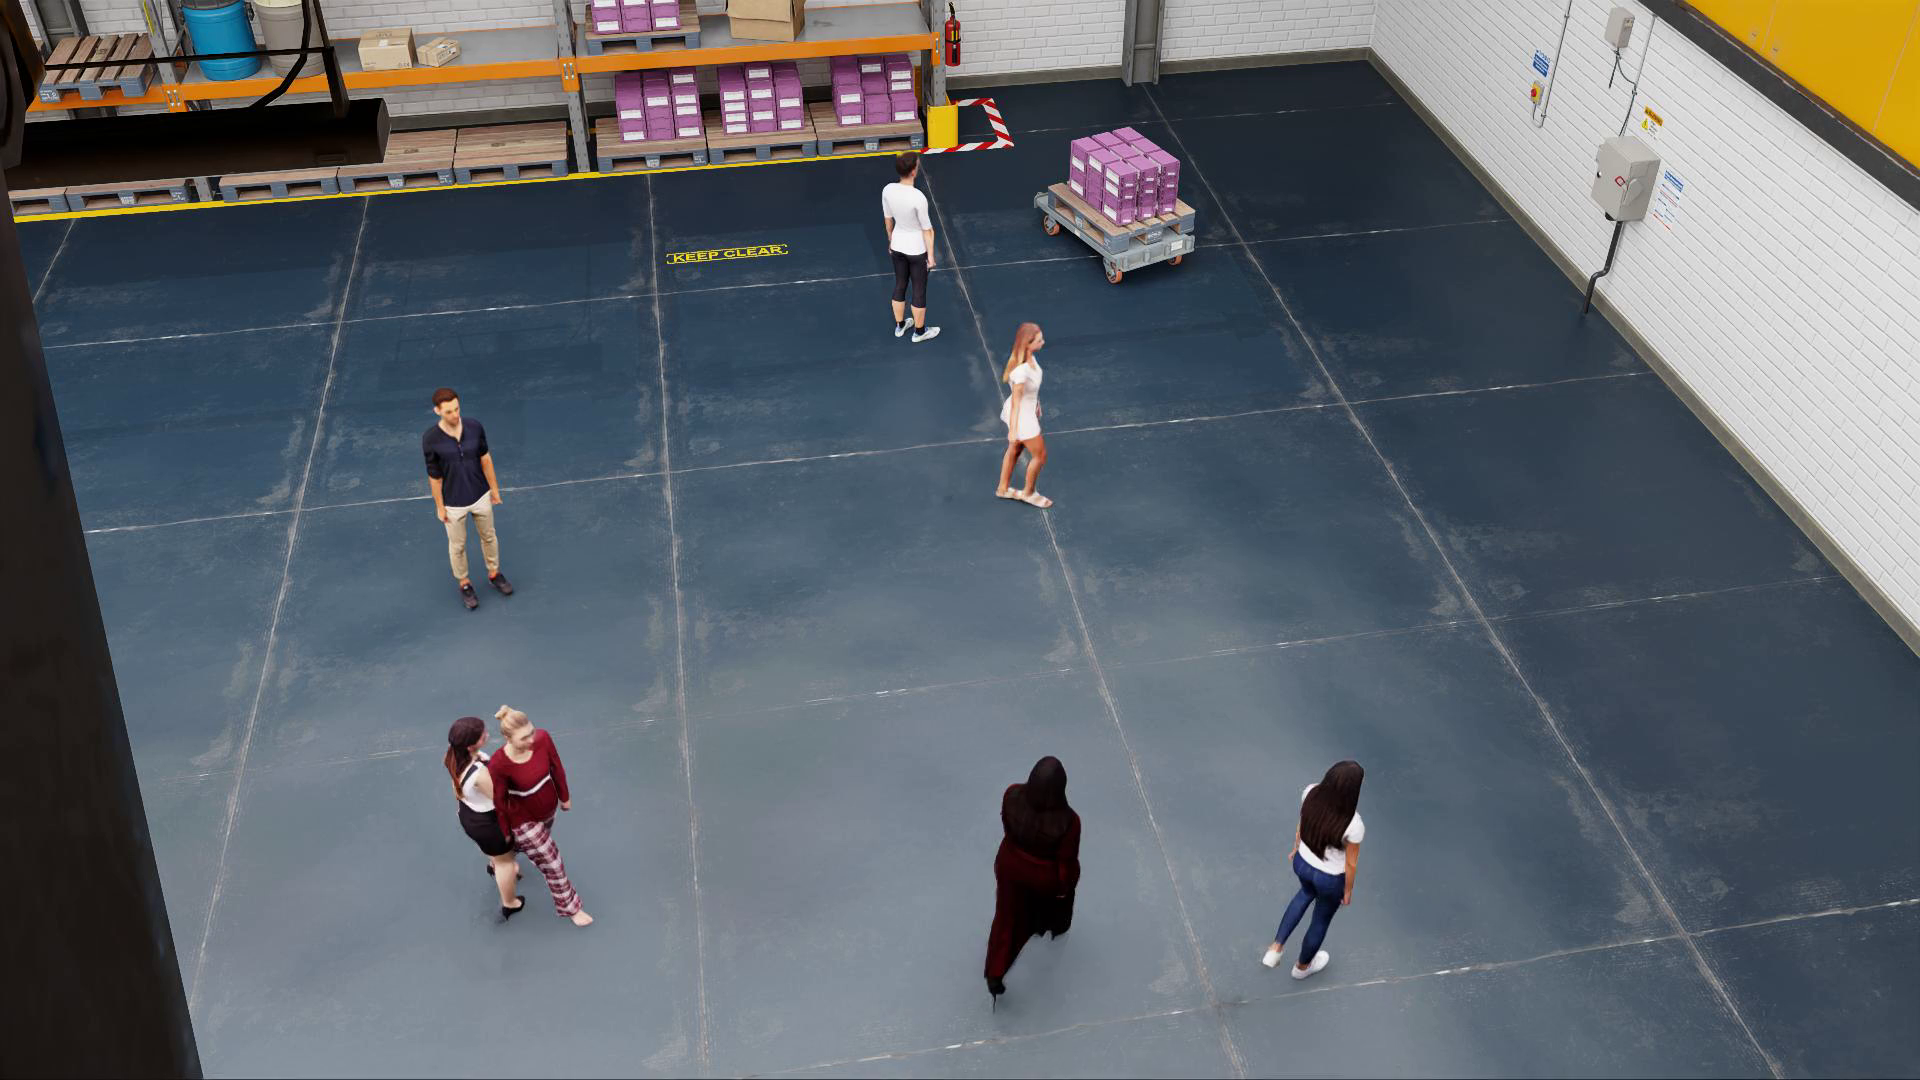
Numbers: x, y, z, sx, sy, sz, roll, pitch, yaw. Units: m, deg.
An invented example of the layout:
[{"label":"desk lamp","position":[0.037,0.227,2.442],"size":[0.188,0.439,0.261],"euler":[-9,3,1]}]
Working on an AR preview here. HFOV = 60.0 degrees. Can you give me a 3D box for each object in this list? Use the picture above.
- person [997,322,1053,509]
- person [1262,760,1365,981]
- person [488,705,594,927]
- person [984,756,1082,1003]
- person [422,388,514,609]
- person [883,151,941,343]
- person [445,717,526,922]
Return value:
[{"label":"person","position":[0.410,-0.993,13.210],"size":[0.800,1.680,0.724],"euler":[5,39,7]},{"label":"person","position":[1.991,1.934,9.476],"size":[0.828,1.764,0.758],"euler":[-25,45,-28]},{"label":"person","position":[-2.622,1.599,9.982],"size":[1.119,1.658,1.060],"euler":[23,44,26]},{"label":"person","position":[0.387,1.942,9.499],"size":[1.112,1.723,1.101],"euler":[17,42,20]},{"label":"person","position":[-3.652,-0.335,12.241],"size":[0.628,1.859,0.768],"euler":[-24,45,-27]},{"label":"person","position":[-0.464,-2.672,15.173],"size":[0.743,1.853,0.800],"euler":[24,45,27]},{"label":"person","position":[-2.828,1.702,9.871],"size":[0.734,1.636,0.768],"euler":[23,44,26]}]
